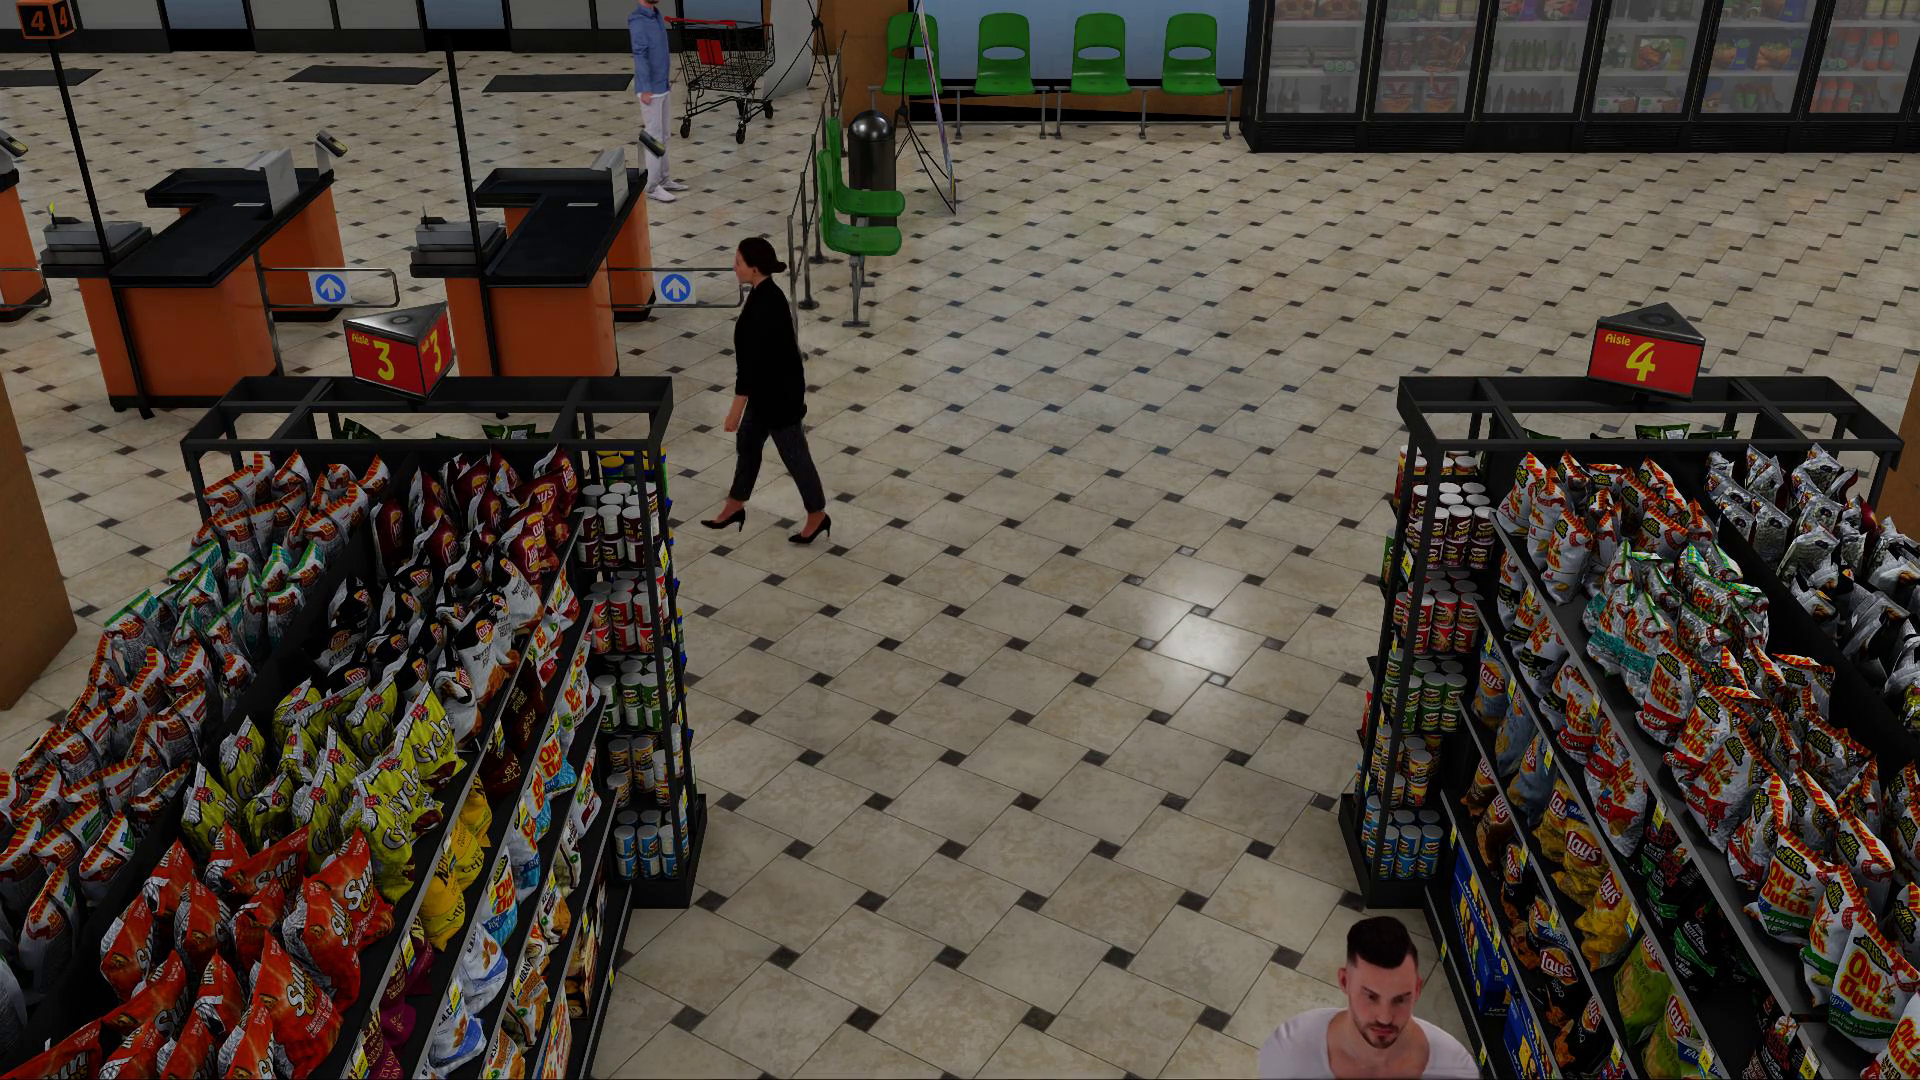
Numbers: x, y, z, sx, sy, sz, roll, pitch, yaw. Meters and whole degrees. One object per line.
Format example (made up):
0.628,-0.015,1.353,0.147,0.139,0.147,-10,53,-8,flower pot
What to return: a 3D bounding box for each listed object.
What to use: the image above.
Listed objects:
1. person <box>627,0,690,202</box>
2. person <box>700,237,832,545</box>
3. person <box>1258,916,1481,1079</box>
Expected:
-2.606,-3.872,14.170,0.758,1.888,0.566,5,29,10,person
-0.871,-0.729,8.617,0.765,1.691,0.894,-3,29,-6,person
0.932,1.663,4.082,0.690,1.841,0.594,3,29,6,person
